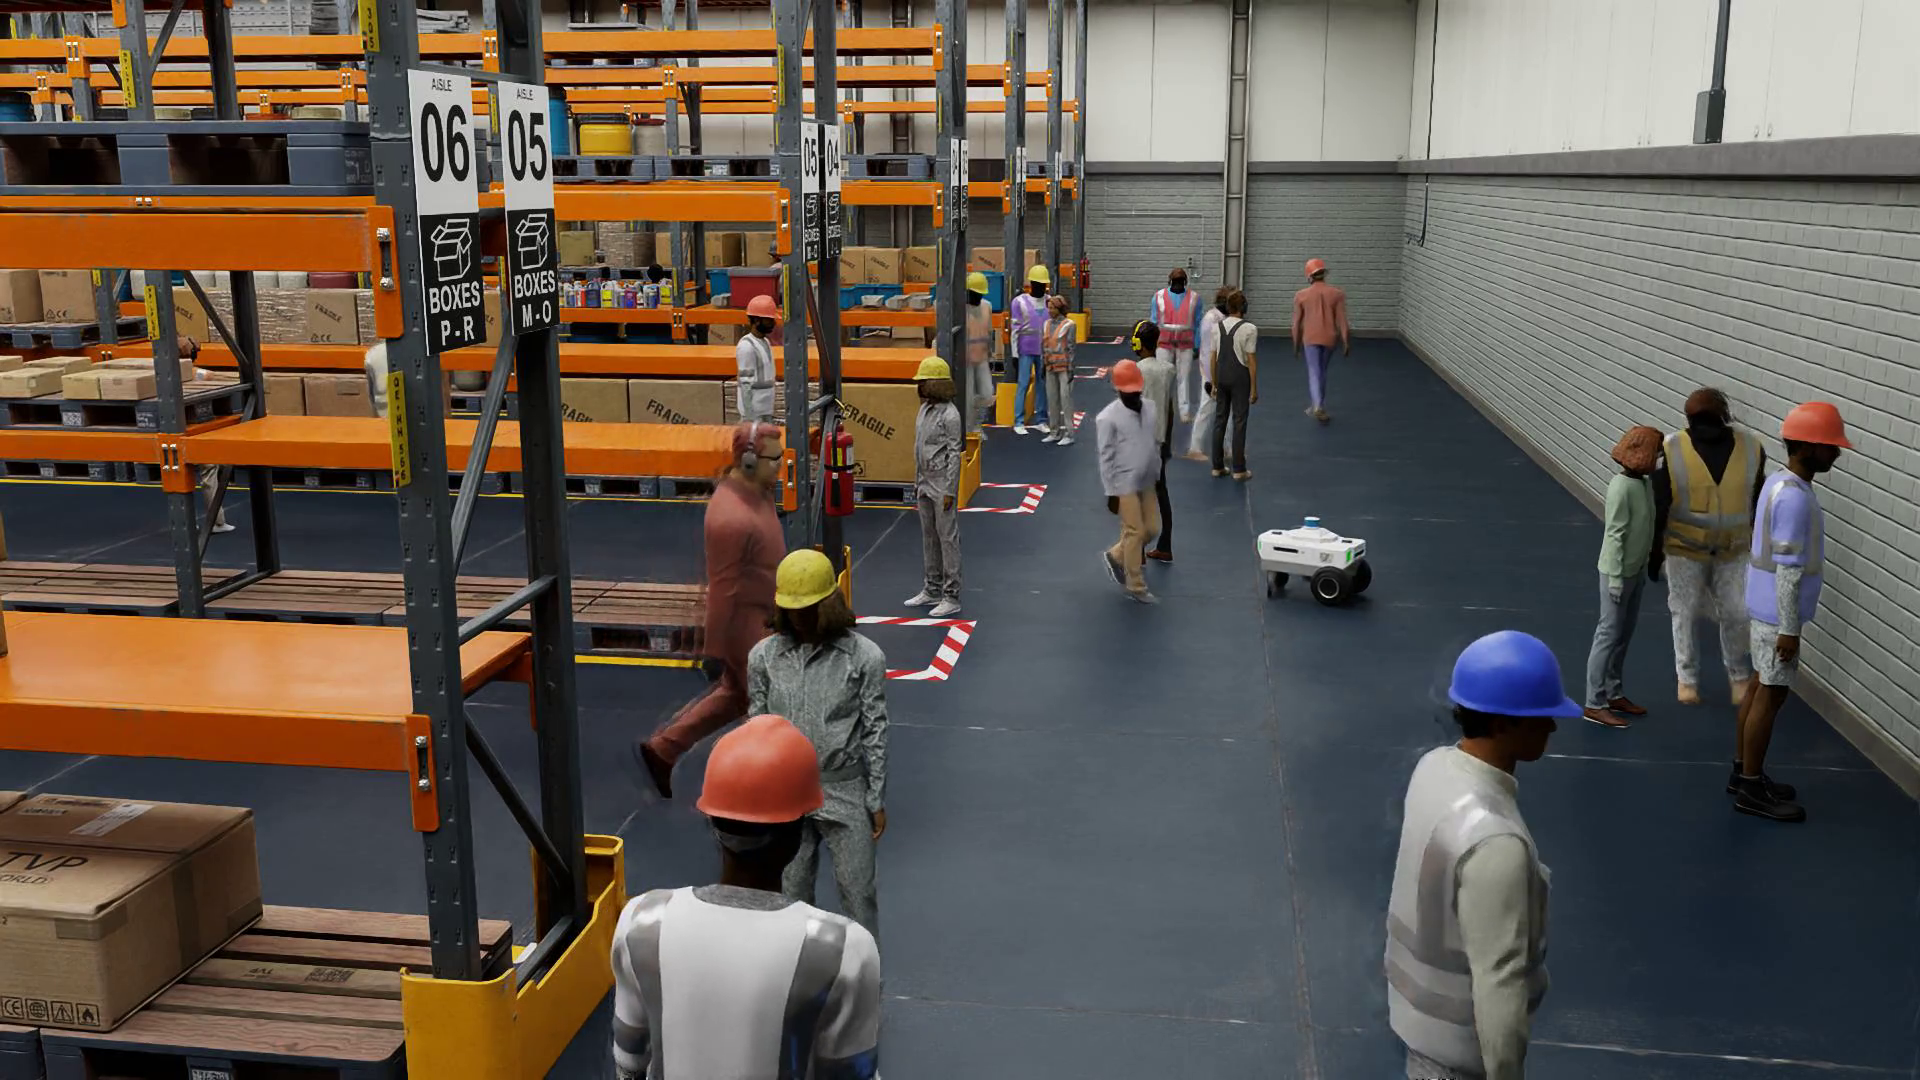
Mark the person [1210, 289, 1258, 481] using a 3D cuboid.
[{"bbox_3d":[2.646,-1.494,16.086,0.504,1.839,0.348,11,16,40],"label":"person"}]

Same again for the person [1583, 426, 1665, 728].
[{"bbox_3d":[3.595,0.189,8.972,0.276,1.628,0.503,10,16,39],"label":"person"}]

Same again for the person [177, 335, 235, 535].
[{"bbox_3d":[-6.272,-0.849,13.620,0.511,1.641,0.308,1,13,5],"label":"person"}]

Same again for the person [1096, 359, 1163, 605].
[{"bbox_3d":[1.137,-0.405,11.443,0.592,1.711,0.500,-11,17,-42],"label":"person"}]

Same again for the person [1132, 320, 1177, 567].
[{"bbox_3d":[1.409,-0.729,12.590,0.504,1.860,0.330,-7,14,-30],"label":"person"}]

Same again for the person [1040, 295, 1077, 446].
[{"bbox_3d":[1.082,-1.855,18.184,0.314,1.630,0.528,-10,16,-38],"label":"person"}]

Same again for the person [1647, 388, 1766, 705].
[{"bbox_3d":[4.106,0.049,9.199,0.661,1.803,0.444,2,13,8],"label":"person"}]

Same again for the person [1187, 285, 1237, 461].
[{"bbox_3d":[2.675,-1.708,17.091,0.436,1.847,0.641,8,15,32],"label":"person"}]

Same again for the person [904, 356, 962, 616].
[{"bbox_3d":[-0.173,-0.363,11.191,0.297,1.744,0.487,-8,15,-31],"label":"person"}]

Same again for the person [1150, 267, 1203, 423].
[{"bbox_3d":[2.556,-2.308,19.752,0.626,1.842,0.429,1,13,5],"label":"person"}]

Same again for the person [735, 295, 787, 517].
[{"bbox_3d":[-1.689,-1.112,14.155,0.390,1.928,0.546,3,13,14],"label":"person"}]

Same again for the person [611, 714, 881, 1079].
[{"bbox_3d":[-0.430,1.301,3.320,0.560,1.908,0.544,3,13,11],"label":"person"}]

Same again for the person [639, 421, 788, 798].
[{"bbox_3d":[-1.046,0.373,7.576,0.816,1.872,0.638,-1,13,-3],"label":"person"}]

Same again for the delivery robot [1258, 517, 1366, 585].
[{"bbox_3d":[2.463,0.081,11.675,0.707,0.478,0.477,8,15,33],"label":"delivery robot"}]

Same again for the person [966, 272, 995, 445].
[{"bbox_3d":[0.154,-1.962,18.060,0.635,1.890,0.471,-9,16,-36],"label":"person"}]

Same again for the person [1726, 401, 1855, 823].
[{"bbox_3d":[3.822,0.320,7.665,0.372,1.935,0.551,5,13,20],"label":"person"}]

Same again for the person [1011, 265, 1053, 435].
[{"bbox_3d":[0.863,-2.149,18.869,0.592,1.917,0.400,-5,14,-22],"label":"person"}]

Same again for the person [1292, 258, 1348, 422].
[{"bbox_3d":[4.301,-2.375,19.843,0.656,1.945,0.912,-1,13,-4],"label":"person"}]

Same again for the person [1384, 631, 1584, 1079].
[{"bbox_3d":[1.159,1.141,4.022,0.920,1.915,0.624,1,13,6],"label":"person"}]

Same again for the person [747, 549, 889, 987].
[{"bbox_3d":[-0.487,0.871,5.648,0.491,1.733,0.317,2,13,8],"label":"person"}]
